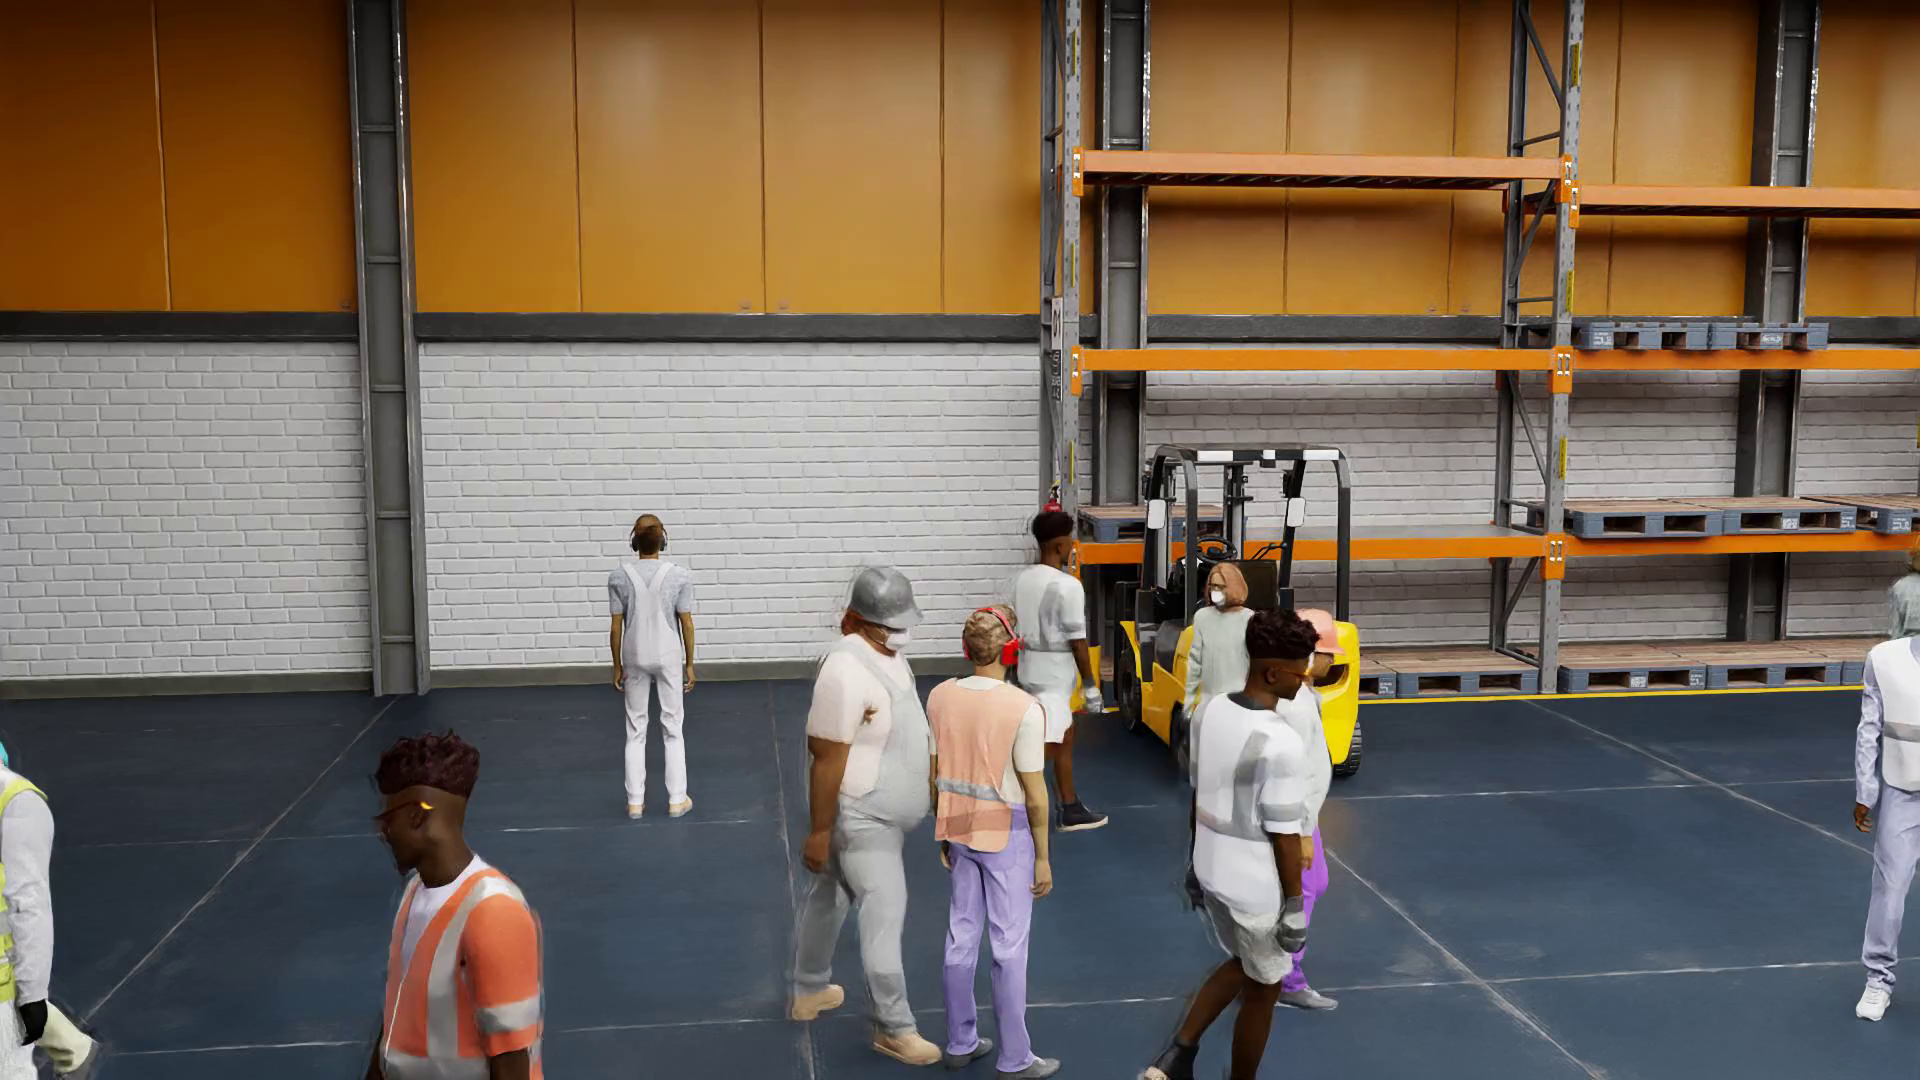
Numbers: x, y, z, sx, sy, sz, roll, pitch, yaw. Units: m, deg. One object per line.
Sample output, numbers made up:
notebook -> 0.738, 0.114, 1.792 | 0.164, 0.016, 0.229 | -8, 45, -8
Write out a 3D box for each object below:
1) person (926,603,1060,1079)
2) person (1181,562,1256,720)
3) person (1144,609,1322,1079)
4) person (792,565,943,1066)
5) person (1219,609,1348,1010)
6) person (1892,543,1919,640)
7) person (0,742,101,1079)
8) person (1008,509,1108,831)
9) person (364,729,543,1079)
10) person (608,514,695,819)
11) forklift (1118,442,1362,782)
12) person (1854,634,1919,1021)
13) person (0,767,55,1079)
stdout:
person -> 0.109, 1.170, 6.404 | 0.564, 1.850, 0.390 | 6, 9, 40
person -> 1.502, 0.931, 9.487 | 0.335, 1.620, 0.513 | -6, 9, -40
person -> 0.994, 1.191, 5.858 | 0.454, 1.937, 0.648 | -3, 7, -21
person -> -0.398, 1.037, 6.739 | 0.713, 2.000, 0.701 | 1, 7, 8
person -> 1.409, 1.147, 7.100 | 0.437, 1.733, 0.585 | 1, 7, 11
person -> 5.939, 0.789, 10.243 | 0.398, 1.733, 0.487 | -3, 7, -27
person -> -3.506, 1.254, 5.857 | 0.586, 1.814, 0.888 | 2, 7, 21
person -> 0.452, 0.784, 9.474 | 0.962, 1.931, 0.613 | -3, 7, -27
person -> -1.191, 1.420, 3.922 | 0.440, 1.921, 0.689 | -6, 9, -40
person -> -1.851, 0.759, 10.025 | 0.506, 1.847, 0.345 | -1, 7, -5
forklift -> 1.912, 0.418, 11.496 | 1.214, 2.155, 2.313 | -1, 7, -8
person -> 4.066, 1.074, 6.950 | 0.587, 1.919, 0.391 | 3, 7, 26
person -> -3.025, 1.344, 4.976 | 0.637, 1.832, 0.429 | 0, 7, 3
